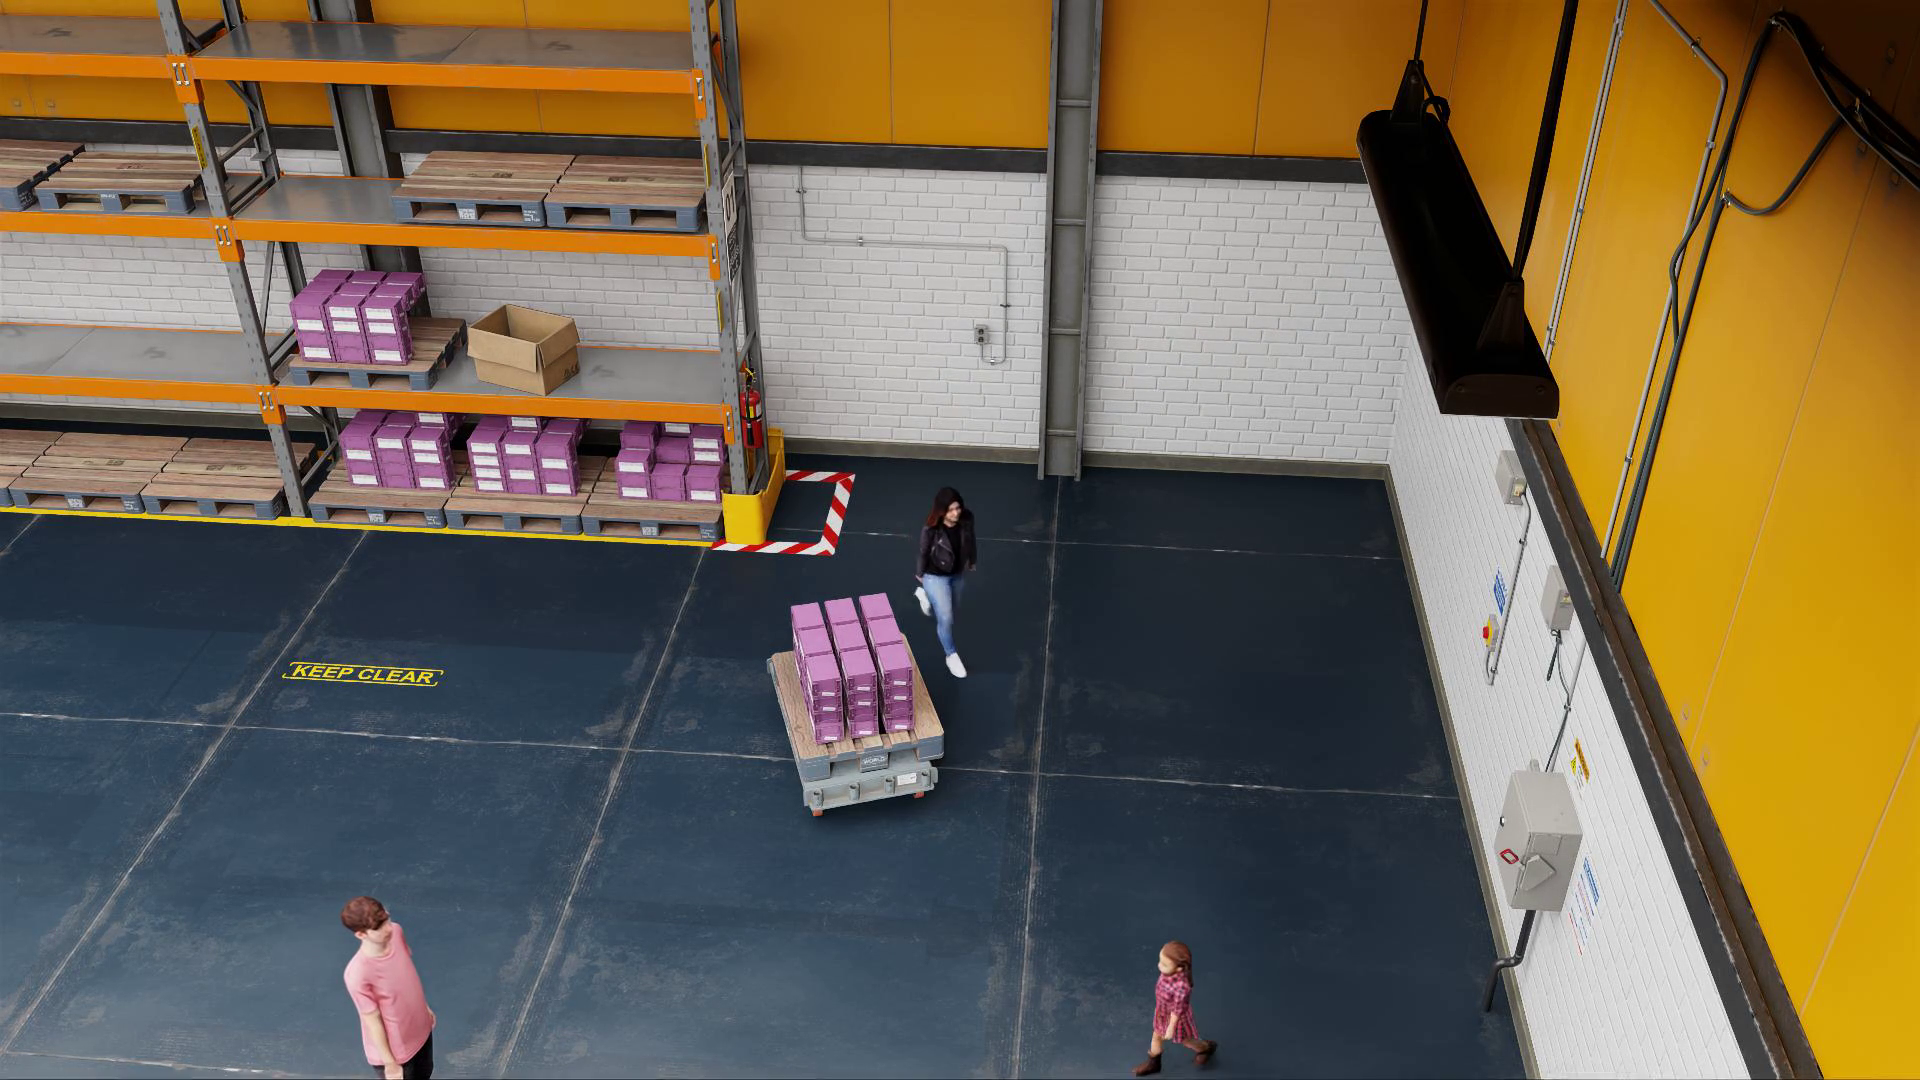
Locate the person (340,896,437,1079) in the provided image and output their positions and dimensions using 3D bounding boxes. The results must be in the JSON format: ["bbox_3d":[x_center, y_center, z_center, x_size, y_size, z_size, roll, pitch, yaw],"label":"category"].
[{"bbox_3d":[-2.957,2.602,8.744,0.547,1.959,0.620,4,34,6],"label":"person"}]

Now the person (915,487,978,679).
[{"bbox_3d":[-0.164,0.228,12.643,1.103,1.596,1.100,-20,38,-27],"label":"person"}]

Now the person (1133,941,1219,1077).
[{"bbox_3d":[1.268,2.682,9.484,0.778,1.005,0.597,-11,35,-16],"label":"person"}]
